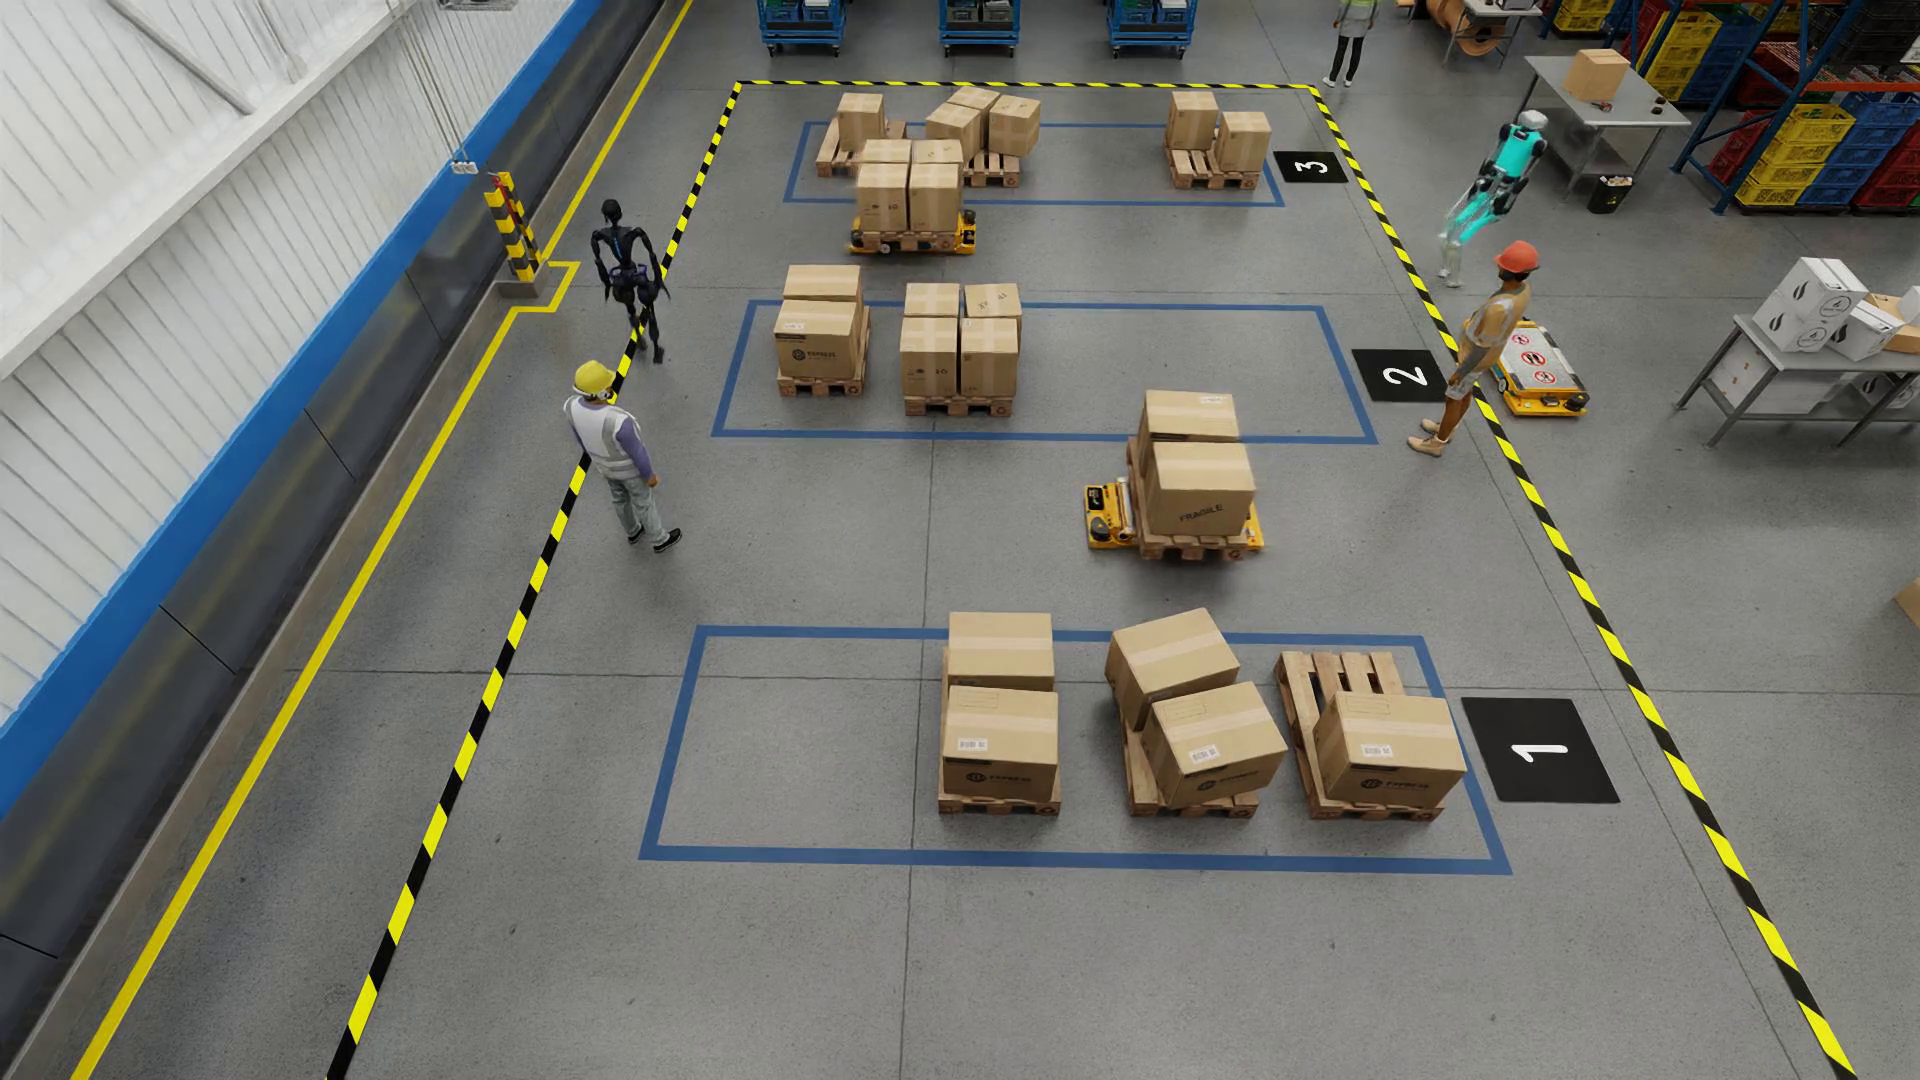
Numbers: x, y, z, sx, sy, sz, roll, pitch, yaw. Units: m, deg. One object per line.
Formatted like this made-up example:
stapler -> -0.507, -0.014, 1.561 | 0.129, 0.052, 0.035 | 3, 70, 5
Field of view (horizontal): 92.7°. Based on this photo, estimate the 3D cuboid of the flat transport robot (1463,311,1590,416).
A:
flat transport robot -> 5.573, -1.757, 9.054 | 0.659, 0.231, 1.431 | 1, 49, 1

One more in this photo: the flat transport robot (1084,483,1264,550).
flat transport robot -> 1.790, -0.232, 7.716 | 1.431, 0.197, 0.652 | 1, 49, 1

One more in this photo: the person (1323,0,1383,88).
person -> 5.547, -7.336, 12.836 | 0.589, 1.852, 0.397 | 1, 49, 1

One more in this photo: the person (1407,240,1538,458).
person -> 4.318, -1.566, 7.718 | 0.385, 2.039, 0.612 | 35, 58, 26

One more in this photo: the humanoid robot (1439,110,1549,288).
humanoid robot -> 5.441, -3.534, 9.627 | 0.809, 1.769, 0.559 | -20, 52, -17

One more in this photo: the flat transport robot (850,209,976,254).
flat transport robot -> -0.533, -3.589, 10.622 | 1.431, 0.197, 0.652 | 1, 49, 1

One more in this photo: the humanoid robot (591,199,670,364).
humanoid robot -> -3.116, -2.465, 8.738 | 0.616, 1.641, 0.457 | -7, 49, -6

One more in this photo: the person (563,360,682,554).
person -> -2.586, -0.612, 7.028 | 0.599, 1.830, 0.404 | 20, 52, 17
